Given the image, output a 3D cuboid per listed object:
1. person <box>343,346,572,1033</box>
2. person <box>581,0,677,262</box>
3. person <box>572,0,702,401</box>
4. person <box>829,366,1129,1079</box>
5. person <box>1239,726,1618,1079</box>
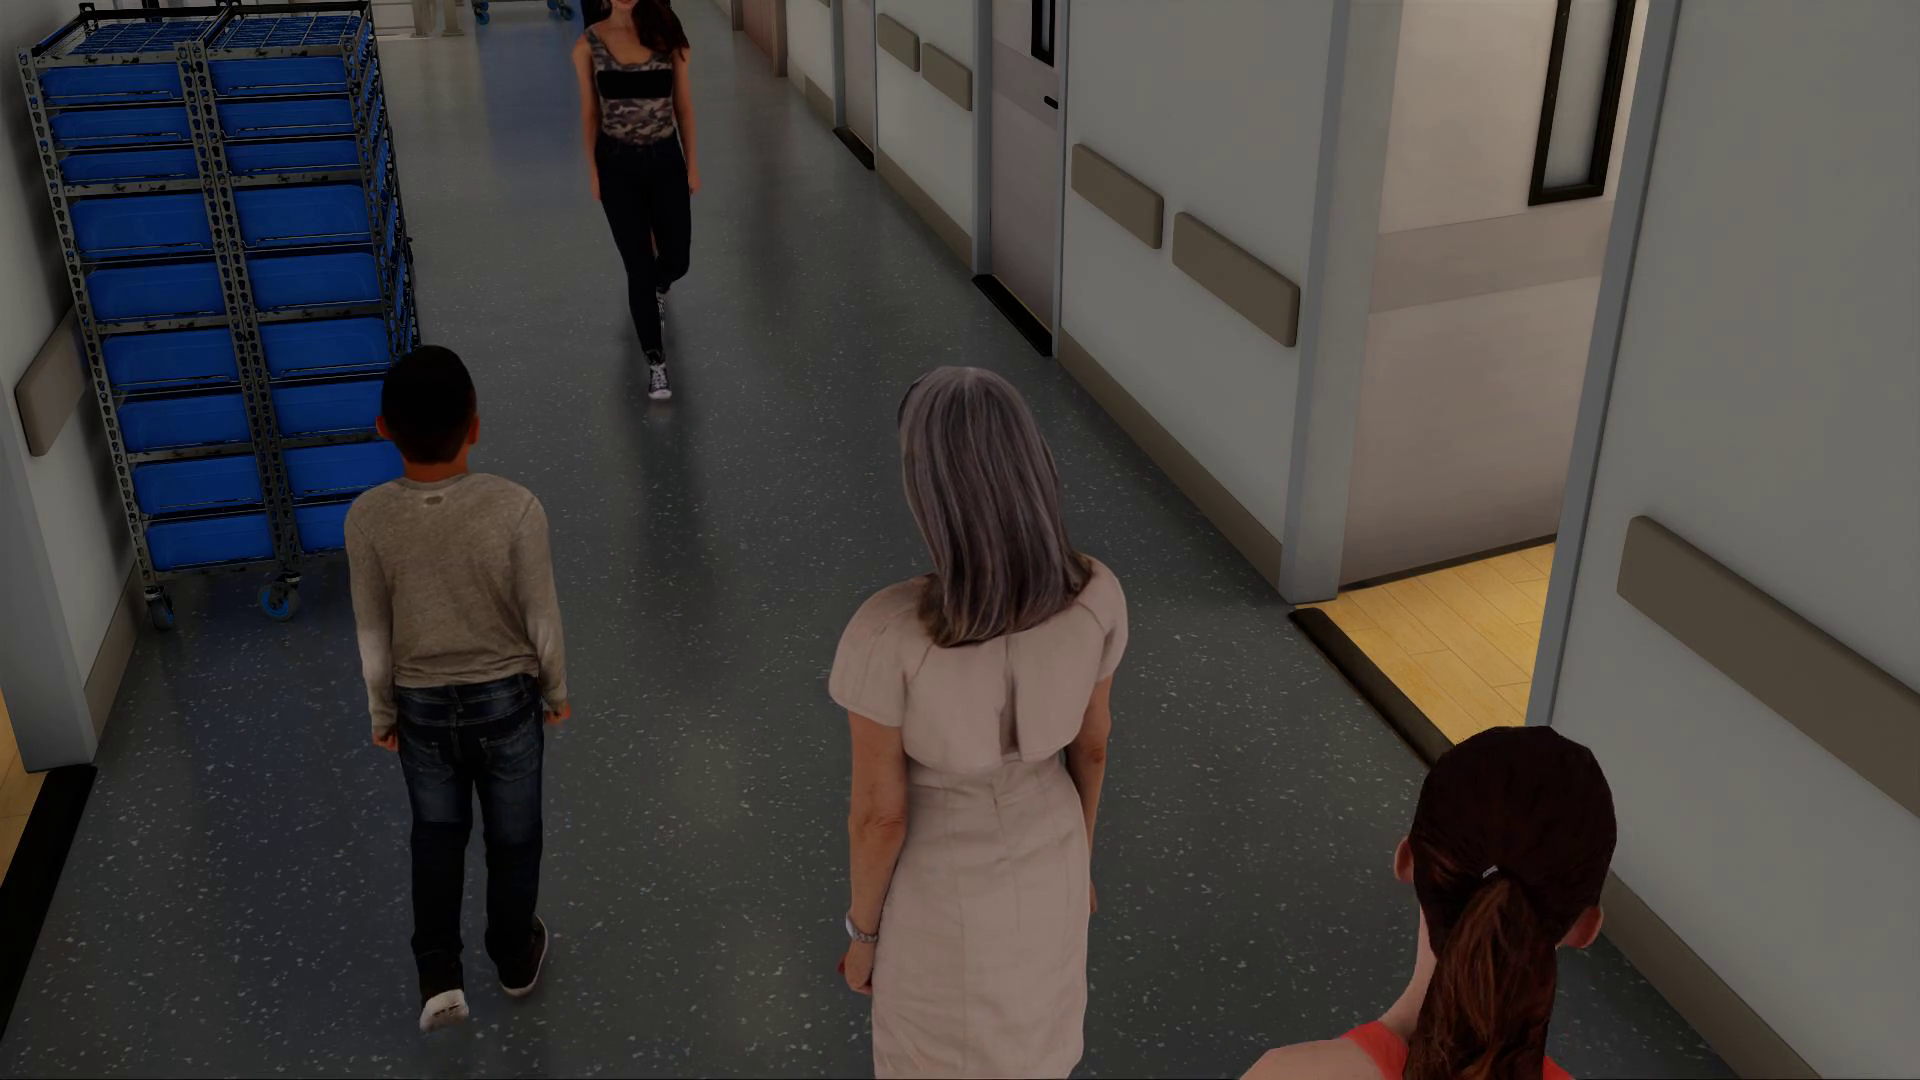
[{"bbox_3d":[-0.968,0.361,3.252,0.594,1.451,0.763,-3,26,-7],"label":"person"},{"bbox_3d":[-1.645,-2.224,8.368,0.655,1.663,0.701,-2,26,-5],"label":"person"},{"bbox_3d":[-1.291,-1.477,6.719,0.595,1.750,0.925,-6,26,-13],"label":"person"},{"bbox_3d":[0.036,0.567,2.493,0.636,1.738,0.602,-12,28,-23],"label":"person"},{"bbox_3d":[0.363,1.015,1.575,0.744,1.729,0.807,7,27,15],"label":"person"}]
